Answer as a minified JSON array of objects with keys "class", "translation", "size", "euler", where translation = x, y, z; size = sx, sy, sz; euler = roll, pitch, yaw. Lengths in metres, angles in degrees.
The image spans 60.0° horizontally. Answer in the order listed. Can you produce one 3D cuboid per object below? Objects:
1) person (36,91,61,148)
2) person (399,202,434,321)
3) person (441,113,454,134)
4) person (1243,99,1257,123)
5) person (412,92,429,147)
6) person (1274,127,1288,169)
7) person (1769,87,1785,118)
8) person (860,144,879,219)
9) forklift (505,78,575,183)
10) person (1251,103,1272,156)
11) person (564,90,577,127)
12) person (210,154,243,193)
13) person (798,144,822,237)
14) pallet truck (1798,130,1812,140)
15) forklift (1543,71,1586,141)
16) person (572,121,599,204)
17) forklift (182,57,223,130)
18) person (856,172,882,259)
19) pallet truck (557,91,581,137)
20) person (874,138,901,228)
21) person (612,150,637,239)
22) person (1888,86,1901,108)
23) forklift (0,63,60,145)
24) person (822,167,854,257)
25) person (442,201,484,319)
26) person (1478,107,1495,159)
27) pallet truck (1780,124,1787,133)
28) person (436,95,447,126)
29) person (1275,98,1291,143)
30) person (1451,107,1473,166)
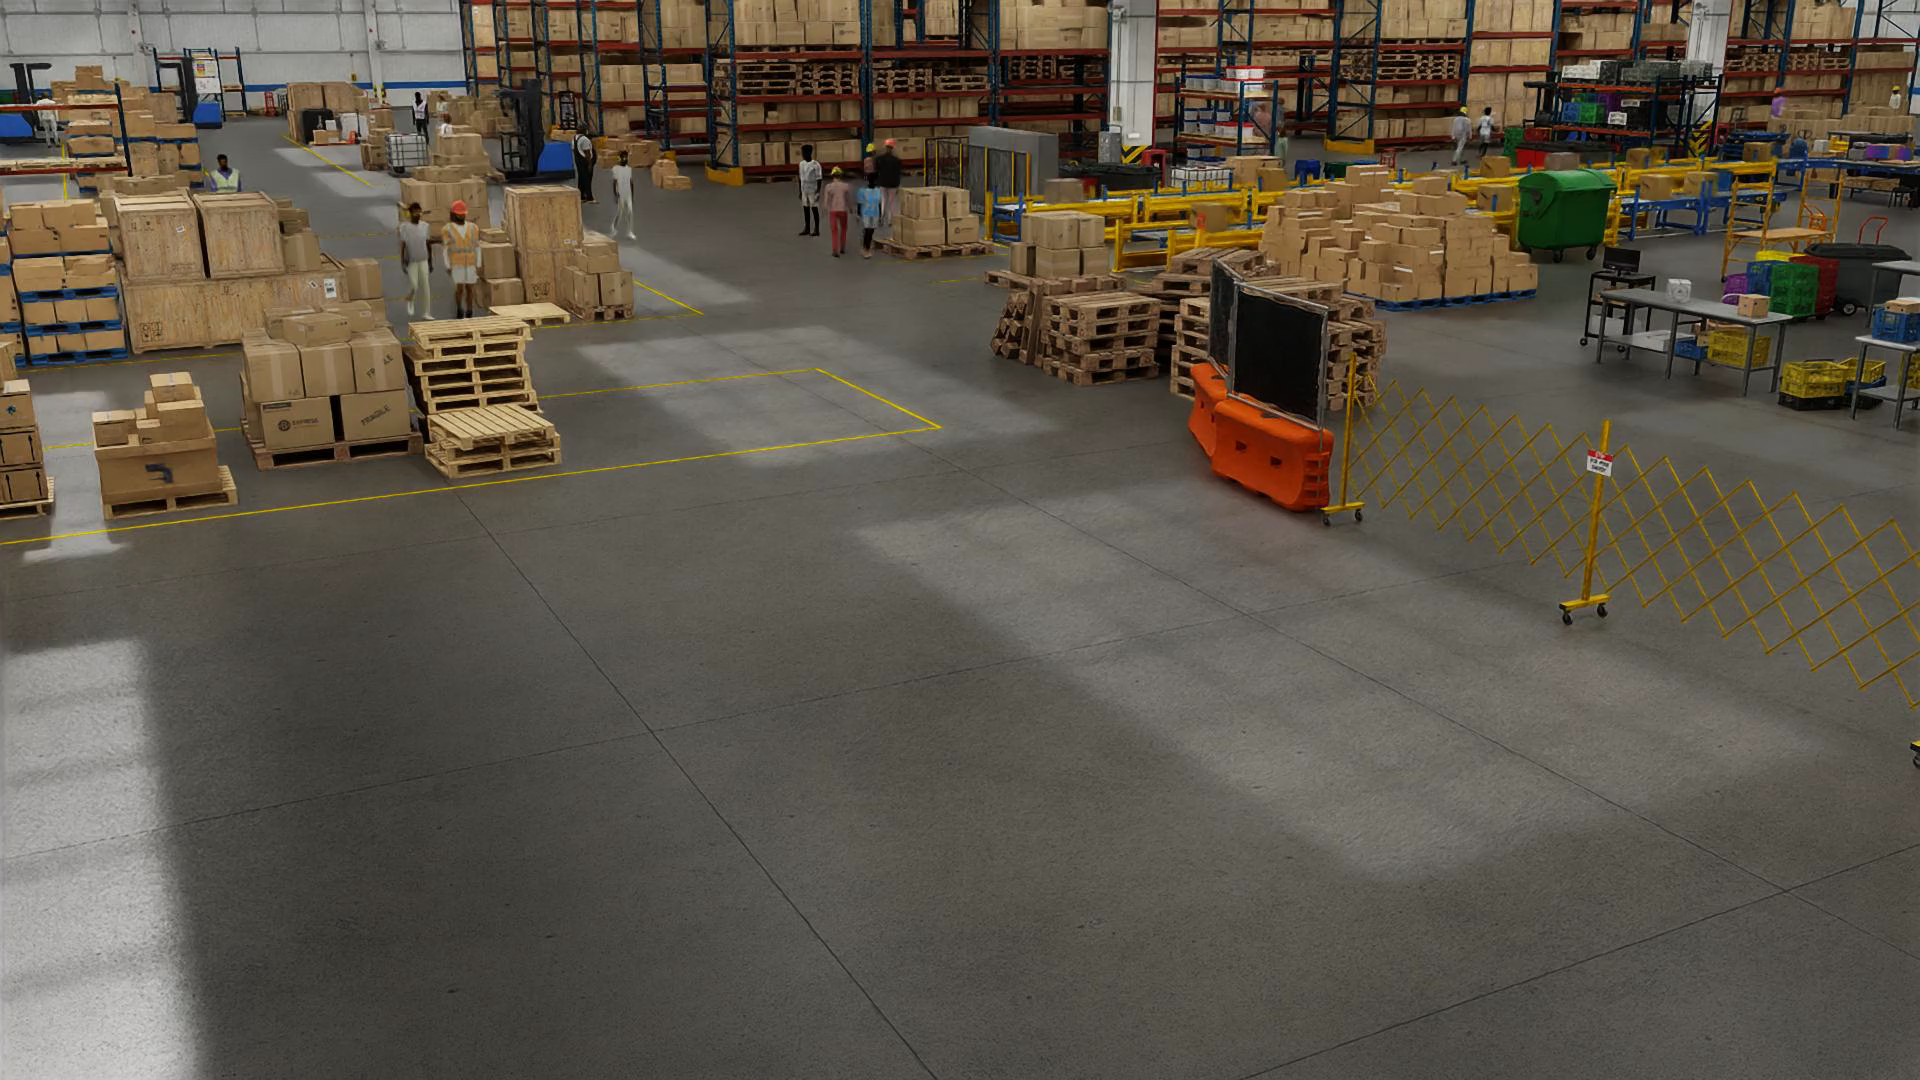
[{"class":"person","translation":[-31.851,-14.687,58.140],"size":[0.631,1.940,0.370],"euler":[-6,19,-18]},{"class":"person","translation":[-8.558,-4.395,26.192],"size":[0.540,1.854,0.587],"euler":[-13,22,-35]},{"class":"person","translation":[-14.528,-11.190,47.342],"size":[0.426,1.869,0.621],"euler":[-15,23,-38]},{"class":"person","translation":[11.576,-17.350,66.530],"size":[1.043,1.878,0.661],"euler":[-3,18,-11]},{"class":"person","translation":[-18.957,-14.788,58.509],"size":[0.603,1.910,0.390],"euler":[4,18,11]},{"class":"person","translation":[8.723,-10.467,45.516],"size":[0.589,1.615,0.512],"euler":[-3,18,-10]},{"class":"person","translation":[30.387,-15.865,61.869],"size":[0.926,1.909,0.542],"euler":[-9,20,-27]},{"class":"person","translation":[-2.035,-8.317,38.637],"size":[0.526,1.719,0.912],"euler":[6,19,19]},{"class":"forklift","translation":[-11.974,-11.561,46.878],"size":[1.873,2.768,1.129],"euler":[-9,20,-26]},{"class":"person","translation":[9.473,-12.803,52.404],"size":[0.672,1.849,1.010],"euler":[-6,19,-17]},{"class":"person","translation":[-14.384,-15.686,61.413],"size":[0.429,1.841,0.633],"euler":[8,20,24]},{"class":"person","translation":[-14.868,-6.879,33.872],"size":[0.636,1.885,0.846],"euler":[-12,21,-33]},{"class":"person","translation":[-3.228,-7.478,35.623],"size":[0.613,1.962,0.361],"euler":[14,22,37]},{"class":"pallet truck","translation":[25.526,-11.556,49.408],"size":[1.630,1.274,0.653],"euler":[-9,20,-26]},{"class":"forklift","translation":[18.685,-13.231,52.085],"size":[1.873,2.768,1.129],"euler":[-9,20,-26]},{"class":"person","translation":[-9.366,-9.452,41.656],"size":[0.537,2.000,0.679],"euler":[-15,23,-39]},{"class":"forklift","translation":[-30.624,-17.792,66.301],"size":[1.873,2.768,1.129],"euler":[-9,20,-26]},{"class":"person","translation":[-1.745,-6.341,32.540],"size":[0.563,1.666,0.560],"euler":[-12,21,-33]},{"class":"pallet truck","translation":[-13.495,-14.412,57.188],"size":[0.823,1.965,1.885],"euler":[-3,18,-9]},{"class":"person","translation":[-1.615,-7.918,36.991],"size":[0.621,1.967,0.659],"euler":[2,18,6]},{"class":"person","translation":[-7.190,-7.364,35.445],"size":[0.534,1.854,0.652],"euler":[-15,23,-38]},{"class":"person","translation":[36.974,-17.083,65.888],"size":[0.315,1.770,0.524],"euler":[-4,18,-11]},{"class":"forklift","translation":[-33.500,-15.620,59.532],"size":[1.873,2.768,1.129],"euler":[-9,20,-26]},{"class":"person","translation":[-2.423,-6.509,32.985],"size":[0.628,1.728,0.686],"euler":[-3,18,-11]},{"class":"person","translation":[-7.658,-4.272,25.698],"size":[0.542,1.919,0.504],"euler":[-10,21,-30]},{"class":"person","translation":[16.920,-13.060,53.484],"size":[0.399,1.686,0.546],"euler":[-12,22,-34]},{"class":"pallet truck","translation":[25.206,-12.542,52.601],"size":[1.601,1.201,0.680],"euler":[0,18,-2]},{"class":"person","translation":[-19.248,-15.704,61.824],"size":[0.516,1.626,0.369],"euler":[6,19,18]},{"class":"person","translation":[11.674,-15.278,60.536],"size":[0.850,1.586,0.518],"euler":[-11,21,-30]},{"class":"person","translation":[15.589,-12.539,51.701],"size":[0.940,1.790,0.591],"euler":[-11,21,-32]}]
